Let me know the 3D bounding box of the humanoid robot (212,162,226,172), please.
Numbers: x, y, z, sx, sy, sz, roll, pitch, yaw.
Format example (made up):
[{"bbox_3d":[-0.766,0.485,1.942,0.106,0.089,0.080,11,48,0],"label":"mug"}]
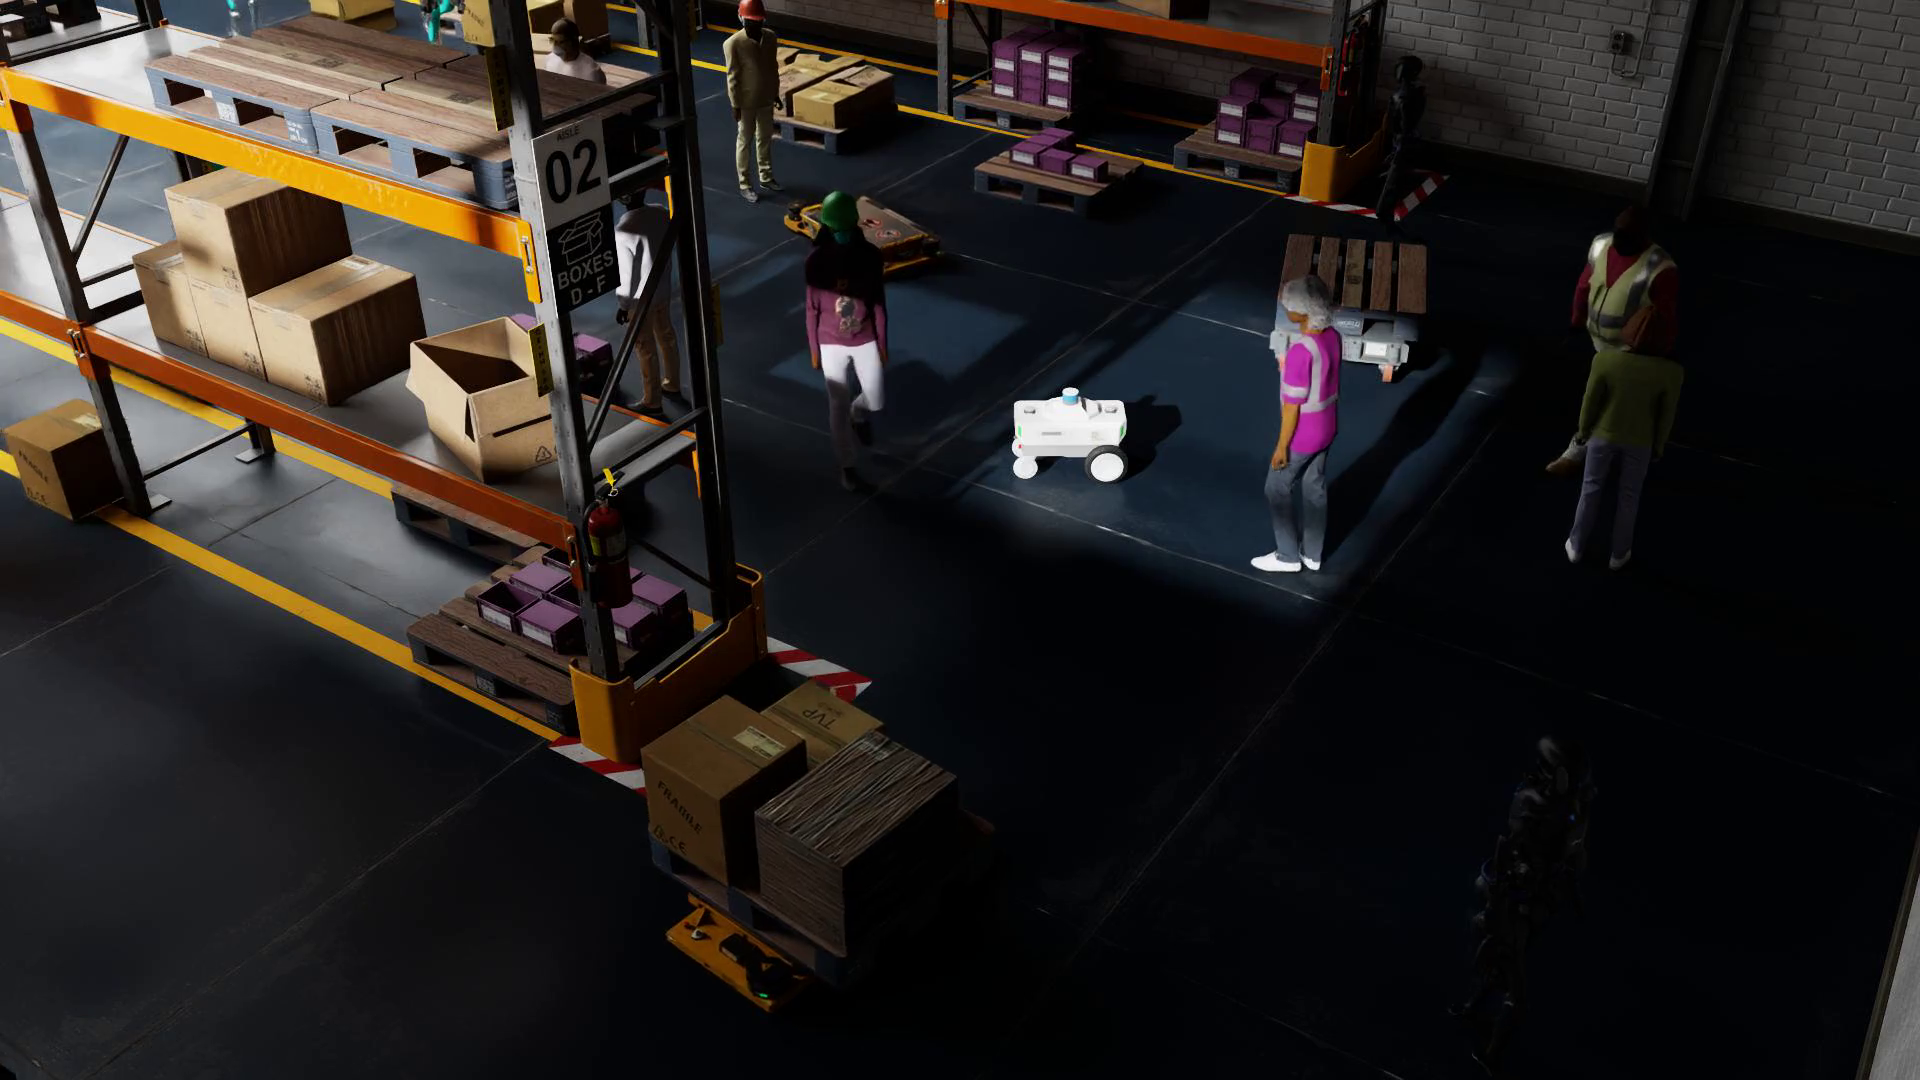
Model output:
[{"bbox_3d":[-5.565,-2.292,12.150,0.713,1.907,0.540,7,34,10],"label":"humanoid robot"}]

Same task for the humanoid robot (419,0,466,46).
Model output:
[{"bbox_3d":[-5.395,-5.571,17.079,0.985,1.733,0.548,27,42,35],"label":"humanoid robot"}]

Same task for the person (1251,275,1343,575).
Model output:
[{"bbox_3d":[1.939,-0.620,9.406,0.434,1.828,0.574,24,40,32],"label":"person"}]

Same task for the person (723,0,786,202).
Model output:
[{"bbox_3d":[-1.755,-3.829,14.395,0.334,1.752,0.563,28,42,36],"label":"person"}]

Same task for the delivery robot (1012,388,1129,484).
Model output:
[{"bbox_3d":[0.712,-0.689,10.673,0.802,0.598,0.499,0,33,0],"label":"delivery robot"}]

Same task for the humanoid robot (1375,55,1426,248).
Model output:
[{"bbox_3d":[3.547,-3.050,13.268,0.386,1.641,0.611,7,34,11],"label":"humanoid robot"}]

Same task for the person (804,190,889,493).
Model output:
[{"bbox_3d":[-0.700,-1.262,10.284,0.506,1.934,0.590,-7,34,-11],"label":"person"}]

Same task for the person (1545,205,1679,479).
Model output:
[{"bbox_3d":[4.187,-1.322,10.540,1.040,1.775,0.664,-16,36,-22],"label":"person"}]

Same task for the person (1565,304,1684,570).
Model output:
[{"bbox_3d":[3.779,-0.579,9.508,0.500,1.633,0.285,14,36,20],"label":"person"}]

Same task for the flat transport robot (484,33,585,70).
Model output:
[{"bbox_3d":[-4.053,-3.816,15.738,1.431,0.231,0.659,6,34,9],"label":"flat transport robot"}]

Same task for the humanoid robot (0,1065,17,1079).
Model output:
[{"bbox_3d":[-3.753,1.747,5.913,0.689,1.629,0.591,-24,40,-32],"label":"humanoid robot"}]

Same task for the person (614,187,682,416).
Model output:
[{"bbox_3d":[-2.110,-1.668,11.074,0.324,1.751,0.558,15,36,22],"label":"person"}]

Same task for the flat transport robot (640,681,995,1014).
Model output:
[{"bbox_3d":[-0.577,1.516,7.543,0.659,0.231,1.431,25,40,33],"label":"flat transport robot"}]

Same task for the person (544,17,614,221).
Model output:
[{"bbox_3d":[-3.034,-3.176,13.226,0.630,1.940,0.373,20,38,28],"label":"person"}]

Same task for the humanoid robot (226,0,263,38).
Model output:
[{"bbox_3d":[-7.948,-6.216,18.132,0.535,1.770,1.025,-26,41,-34],"label":"humanoid robot"}]

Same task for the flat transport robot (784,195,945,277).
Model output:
[{"bbox_3d":[-0.806,-2.544,13.783,0.659,0.231,1.431,-22,39,-30],"label":"flat transport robot"}]

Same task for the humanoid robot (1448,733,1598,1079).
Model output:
[{"bbox_3d":[2.213,1.417,6.417,0.588,1.641,0.562,-23,39,-31],"label":"humanoid robot"}]
